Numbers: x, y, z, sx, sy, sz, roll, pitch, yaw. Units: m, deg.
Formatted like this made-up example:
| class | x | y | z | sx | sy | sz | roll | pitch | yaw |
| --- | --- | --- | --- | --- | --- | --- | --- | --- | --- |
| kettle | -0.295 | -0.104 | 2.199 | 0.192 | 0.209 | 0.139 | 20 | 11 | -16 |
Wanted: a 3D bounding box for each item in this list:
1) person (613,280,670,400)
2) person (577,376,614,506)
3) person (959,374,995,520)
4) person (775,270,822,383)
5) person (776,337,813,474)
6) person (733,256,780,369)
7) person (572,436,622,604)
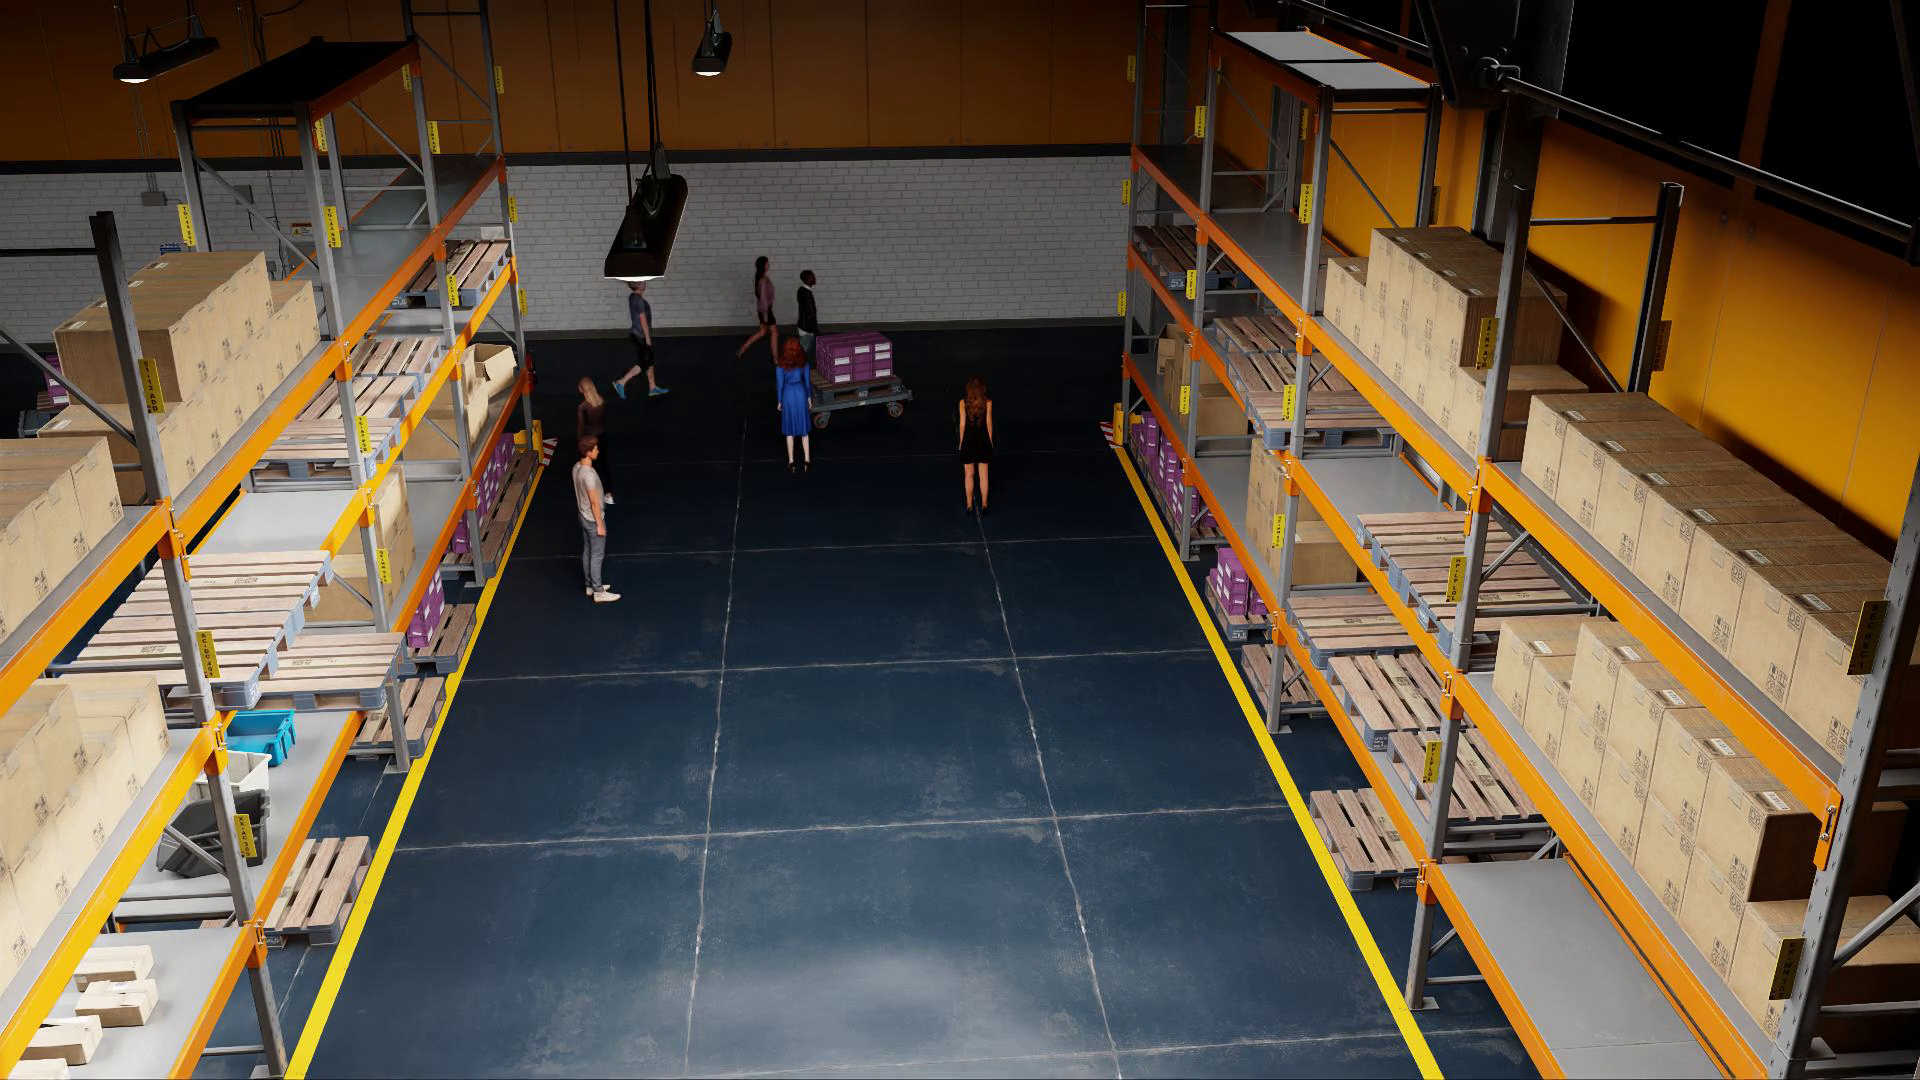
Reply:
| class | x | y | z | sx | sy | sz | roll | pitch | yaw |
| --- | --- | --- | --- | --- | --- | --- | --- | --- | --- |
| person | -4.768 | -2.964 | 24.457 | 0.875 | 1.869 | 1.072 | -8 | 25 | -18 |
| person | -4.532 | -1.219 | 20.671 | 0.733 | 1.704 | 0.646 | 15 | 27 | 30 |
| person | 0.190 | -1.148 | 20.346 | 0.575 | 1.834 | 0.516 | -2 | 24 | -3 |
| person | -2.384 | -3.127 | 24.938 | 0.799 | 1.782 | 1.166 | -4 | 24 | -9 |
| person | -2.169 | -1.764 | 21.766 | 0.660 | 1.827 | 0.633 | -7 | 24 | -15 |
| person | -3.112 | -3.495 | 25.770 | 0.762 | 1.790 | 0.976 | -5 | 24 | -10 |
| person | -4.032 | -0.237 | 18.192 | 0.791 | 1.890 | 0.654 | -13 | 27 | -28 |
